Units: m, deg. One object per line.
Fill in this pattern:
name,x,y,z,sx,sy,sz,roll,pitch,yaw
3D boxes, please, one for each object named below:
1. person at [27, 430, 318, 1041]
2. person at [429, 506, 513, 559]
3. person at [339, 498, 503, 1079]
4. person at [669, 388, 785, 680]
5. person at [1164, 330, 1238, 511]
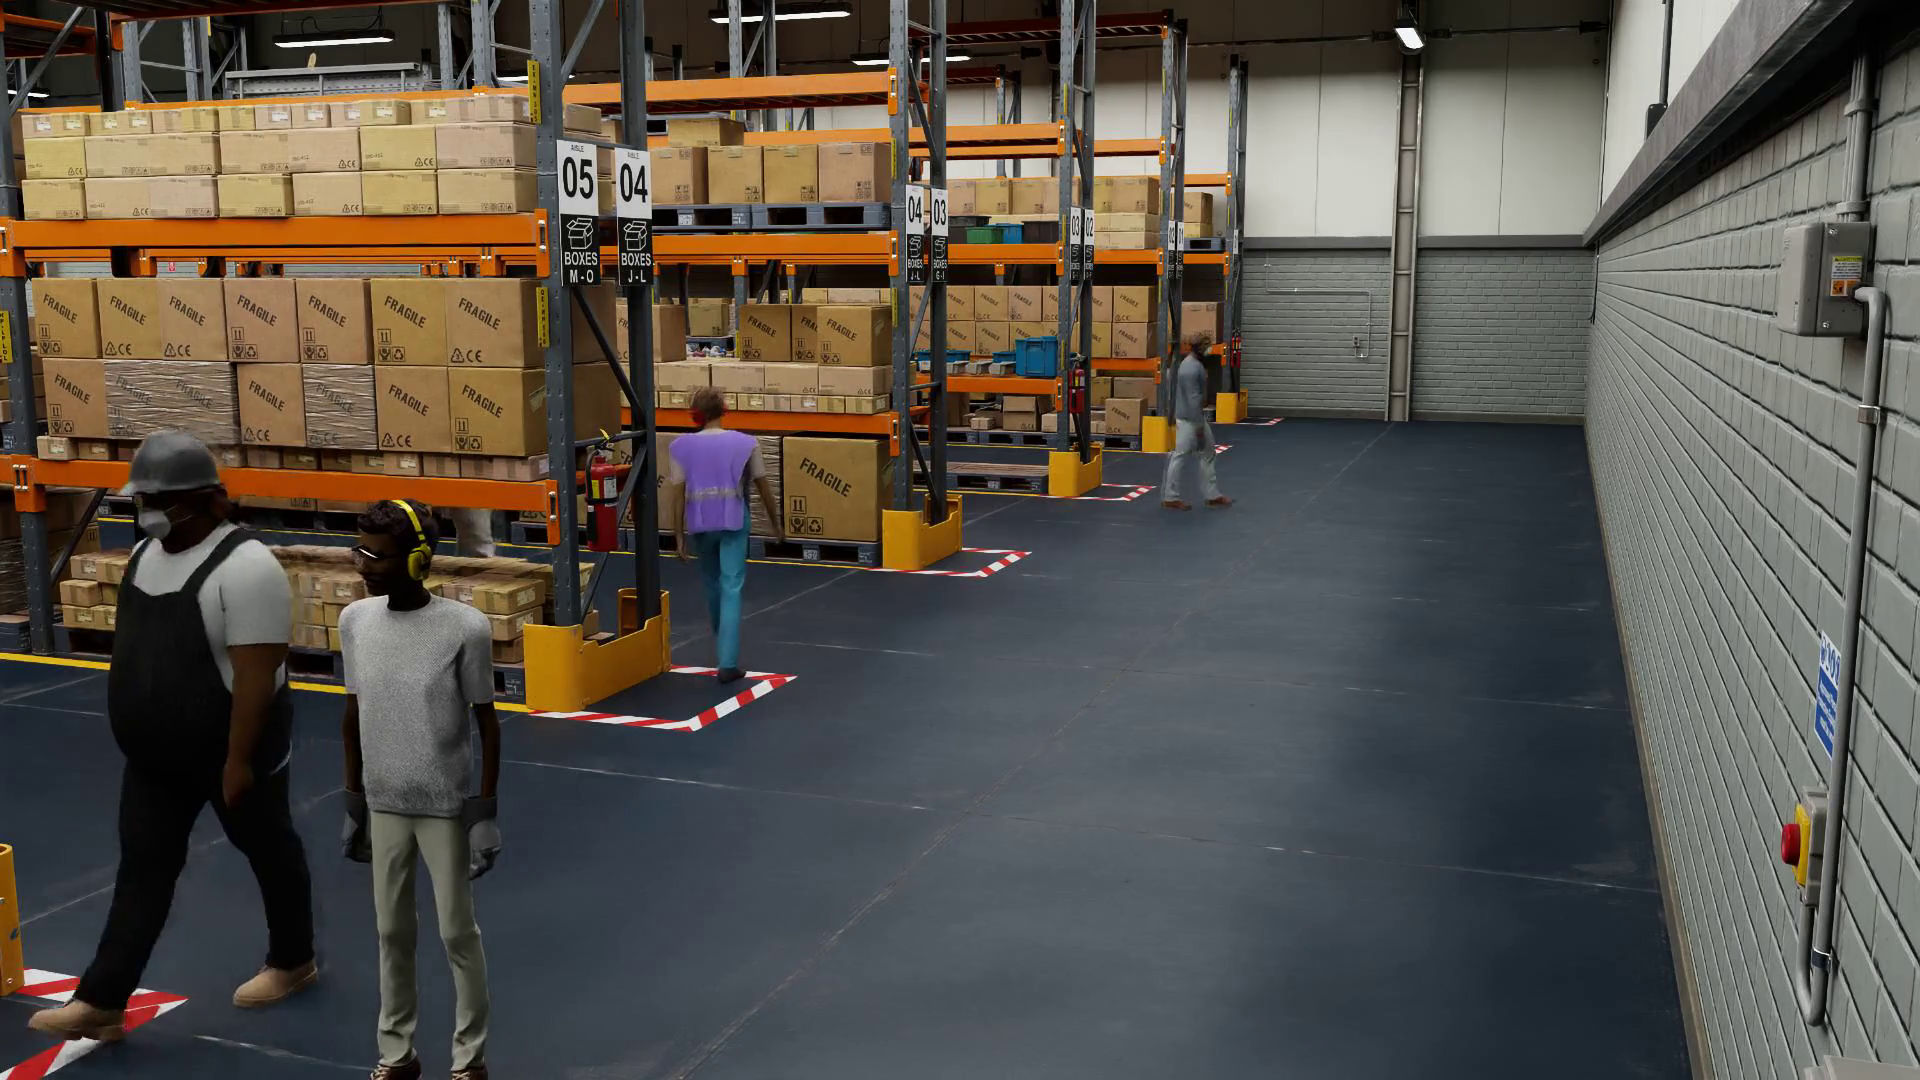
person,-2.549,0.628,5.401,0.708,2.000,0.975,5,10,26
person,-3.568,-0.280,11.790,0.934,1.800,0.657,3,10,19
person,-1.592,0.798,4.895,0.517,1.865,0.334,2,9,13
person,-1.468,-0.056,10.456,0.675,1.782,0.967,0,9,0
person,2.562,-1.240,17.483,0.896,1.901,0.654,2,9,14
